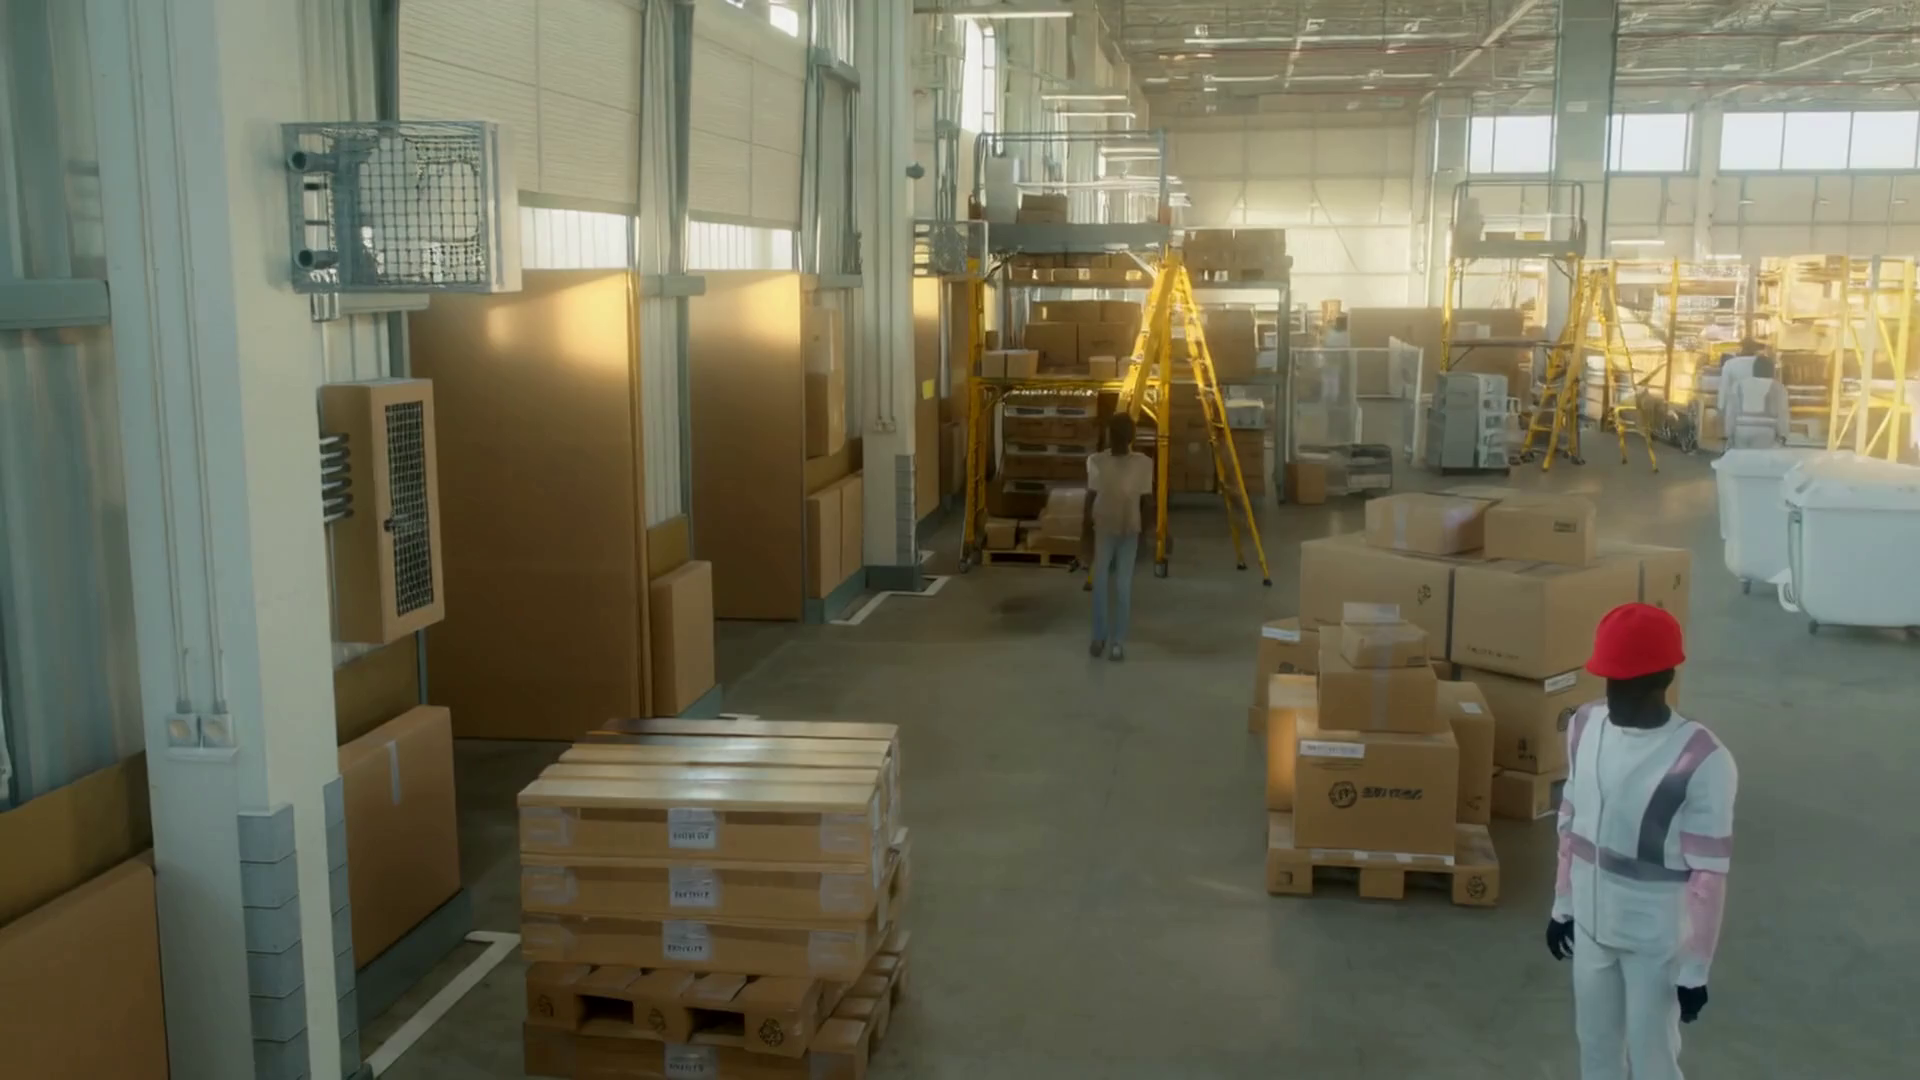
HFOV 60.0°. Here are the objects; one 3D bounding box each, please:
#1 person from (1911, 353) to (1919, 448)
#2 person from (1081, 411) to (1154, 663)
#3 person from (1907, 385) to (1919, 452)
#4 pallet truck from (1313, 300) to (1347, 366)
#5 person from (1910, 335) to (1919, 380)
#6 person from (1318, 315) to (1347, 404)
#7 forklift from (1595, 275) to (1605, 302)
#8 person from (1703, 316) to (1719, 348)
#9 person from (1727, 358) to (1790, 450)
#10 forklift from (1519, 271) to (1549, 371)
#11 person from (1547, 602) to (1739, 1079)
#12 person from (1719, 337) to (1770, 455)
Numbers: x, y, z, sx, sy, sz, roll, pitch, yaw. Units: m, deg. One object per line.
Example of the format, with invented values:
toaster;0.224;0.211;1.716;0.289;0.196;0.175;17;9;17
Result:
person;15.511;-2.337;26.718;0.330;1.735;0.485;5;10;28
person;1.142;-0.014;12.049;0.524;1.846;0.414;1;9;7
person;11.186;-1.211;18.817;0.702;2.000;0.942;2;9;9
pallet truck;11.159;-6.200;49.718;0.823;1.965;1.885;4;10;26
person;19.211;-3.460;33.131;0.584;1.906;0.632;1;9;8
person;7.866;-3.789;35.122;0.567;1.905;0.607;8;12;42
forklift;14.927;-5.028;39.774;1.129;2.768;1.873;-6;11;-32
person;19.474;-5.005;43.356;0.546;1.669;0.755;-6;11;-31
person;9.575;-1.268;19.895;0.919;1.801;0.640;-9;13;-43
forklift;16.599;-6.031;45.960;1.873;2.768;1.129;-3;10;-17
person;1.939;1.118;4.836;0.395;1.918;0.585;-4;10;-23
person;10.861;-1.844;23.074;0.629;1.932;0.366;3;10;21
